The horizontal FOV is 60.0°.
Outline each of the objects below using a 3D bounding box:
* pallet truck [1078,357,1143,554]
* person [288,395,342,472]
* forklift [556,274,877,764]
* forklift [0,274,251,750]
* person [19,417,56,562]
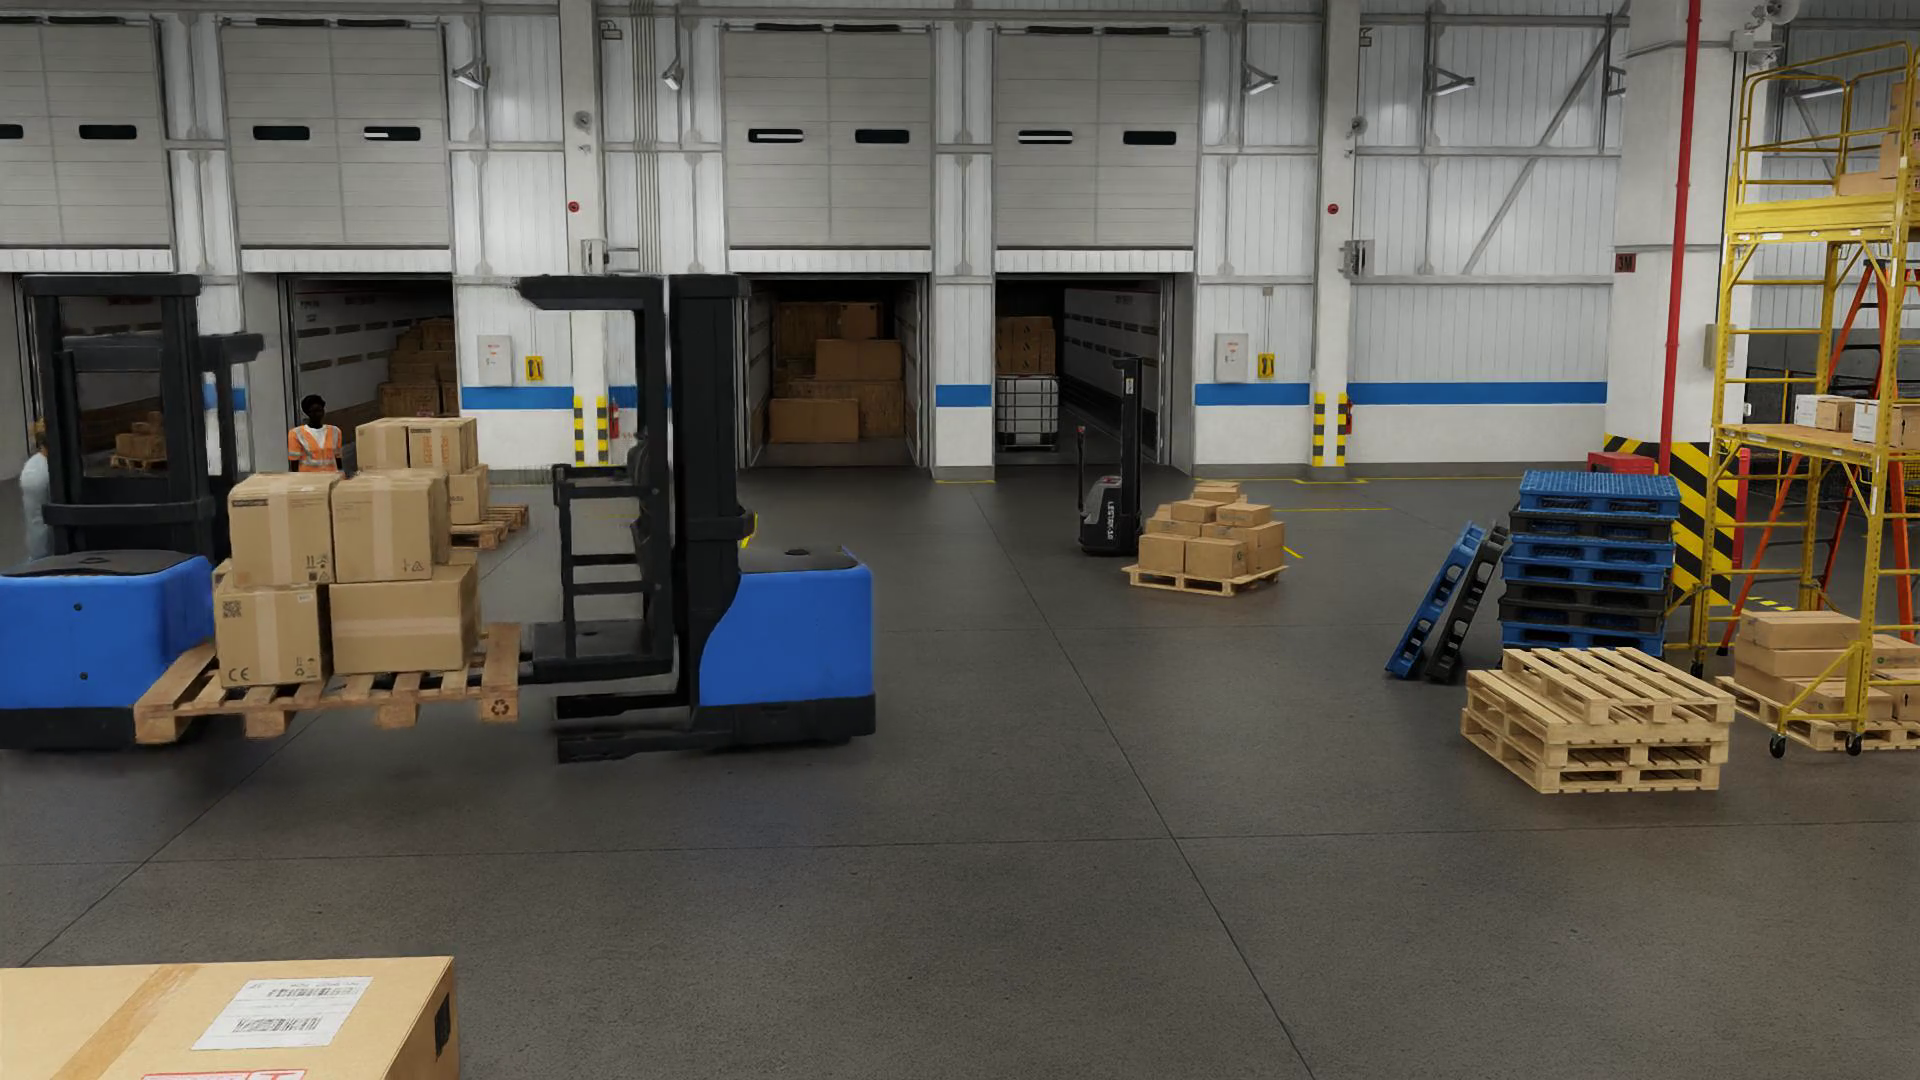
[{"bbox_3d":[2.088,-0.836,16.757,1.885,1.965,0.823,2,9,13],"label":"pallet truck"},{"bbox_3d":[-6.099,-0.533,15.803,0.318,1.696,0.536,9,13,44],"label":"person"},{"bbox_3d":[-1.514,-0.203,10.020,1.873,2.768,1.129,-2,9,-14],"label":"forklift"},{"bbox_3d":[-5.188,-0.260,10.380,1.129,2.768,1.873,-1,9,-4],"label":"forklift"},{"bbox_3d":[-5.980,0.115,11.046,0.372,1.927,0.645,-1,9,-5],"label":"person"}]
